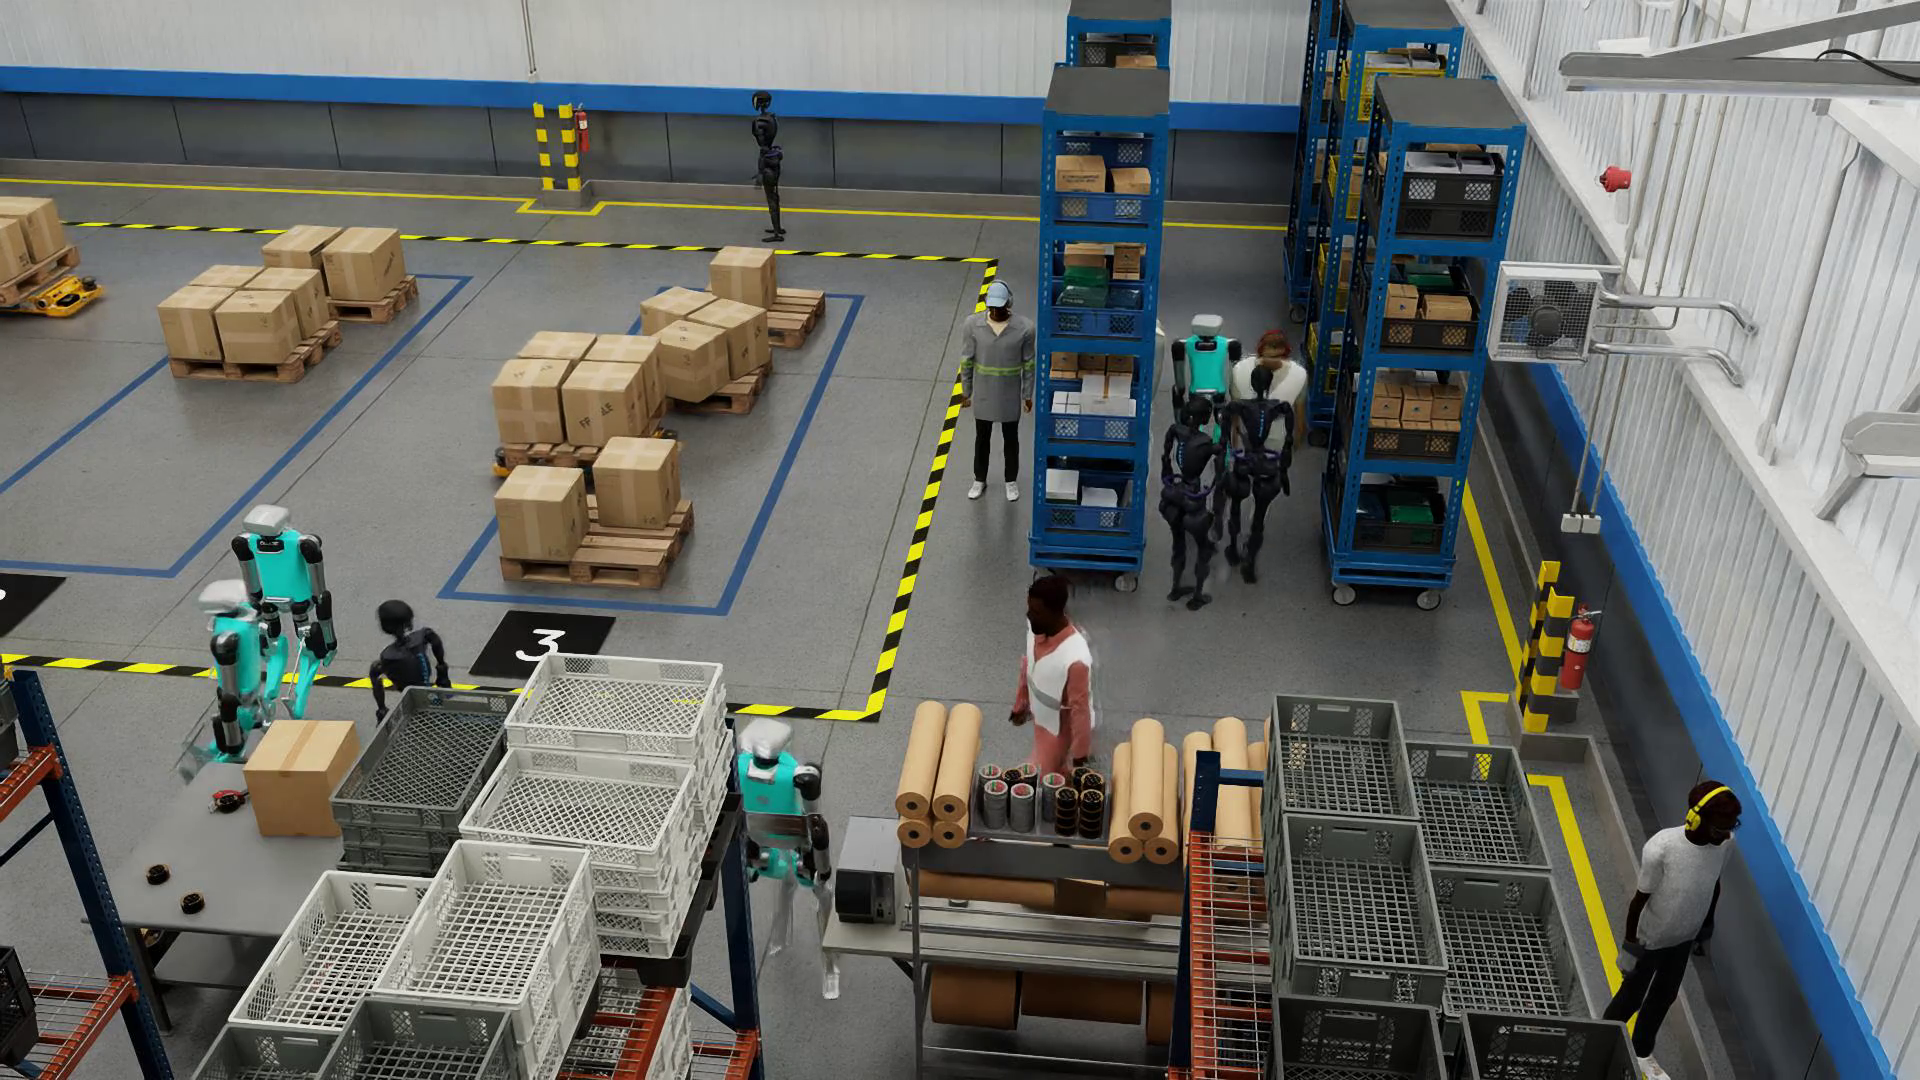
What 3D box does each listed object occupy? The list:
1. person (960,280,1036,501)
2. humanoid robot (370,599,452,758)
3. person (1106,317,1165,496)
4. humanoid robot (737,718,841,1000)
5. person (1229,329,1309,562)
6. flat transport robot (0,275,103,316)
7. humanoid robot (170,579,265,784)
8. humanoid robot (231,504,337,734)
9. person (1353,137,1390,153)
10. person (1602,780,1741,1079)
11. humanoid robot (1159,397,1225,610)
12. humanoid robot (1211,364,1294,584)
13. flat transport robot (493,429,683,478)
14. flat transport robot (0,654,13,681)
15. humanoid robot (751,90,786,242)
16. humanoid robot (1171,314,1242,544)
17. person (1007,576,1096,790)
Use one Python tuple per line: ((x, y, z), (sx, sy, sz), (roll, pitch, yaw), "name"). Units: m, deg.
((0.292, -1.170, 13.108), (0.596, 1.851, 0.378), (3, 30, 6), "person")
((-3.095, 1.061, 9.486), (0.624, 1.644, 0.596), (14, 33, 23), "humanoid robot")
((1.351, -1.190, 13.154), (0.431, 1.843, 0.622), (-11, 32, -17), "person")
((-0.838, 1.548, 8.599), (0.535, 1.798, 0.793), (9, 31, 14), "humanoid robot")
((2.315, -0.817, 12.564), (0.555, 1.786, 0.988), (10, 32, 17), "person")
((-9.624, -2.526, 16.985), (1.431, 0.197, 0.652), (3, 30, 6), "flat transport robot")
((-4.215, 1.025, 9.399), (0.715, 1.745, 0.544), (-4, 30, -6), "humanoid robot")
((-4.067, 0.661, 9.945), (0.533, 1.677, 0.735), (3, 30, 5), "humanoid robot")
((4.412, -3.977, 17.924), (0.506, 1.864, 0.313), (11, 32, 18), "person")
((3.344, 1.888, 7.855), (0.513, 1.857, 0.335), (-10, 32, -16), "person")
((1.615, -0.270, 11.737), (0.337, 1.653, 0.587), (-25, 39, -36), "humanoid robot")
((2.133, -0.500, 12.142), (0.589, 1.634, 0.535), (-1, 30, -2), "humanoid robot")
((-3.106, -0.739, 13.914), (1.431, 0.197, 0.652), (3, 30, 6), "flat transport robot")
((-7.142, 0.969, 11.010), (1.431, 0.231, 0.659), (3, 30, 6), "flat transport robot")
((-2.124, -4.127, 18.348), (0.315, 1.657, 0.599), (2, 30, 4), "humanoid robot")
((1.835, -0.766, 12.561), (0.582, 1.776, 0.889), (5, 31, 8), "humanoid robot")
((0.457, 1.030, 9.279), (0.577, 1.895, 0.616), (-10, 32, -16), "person")
